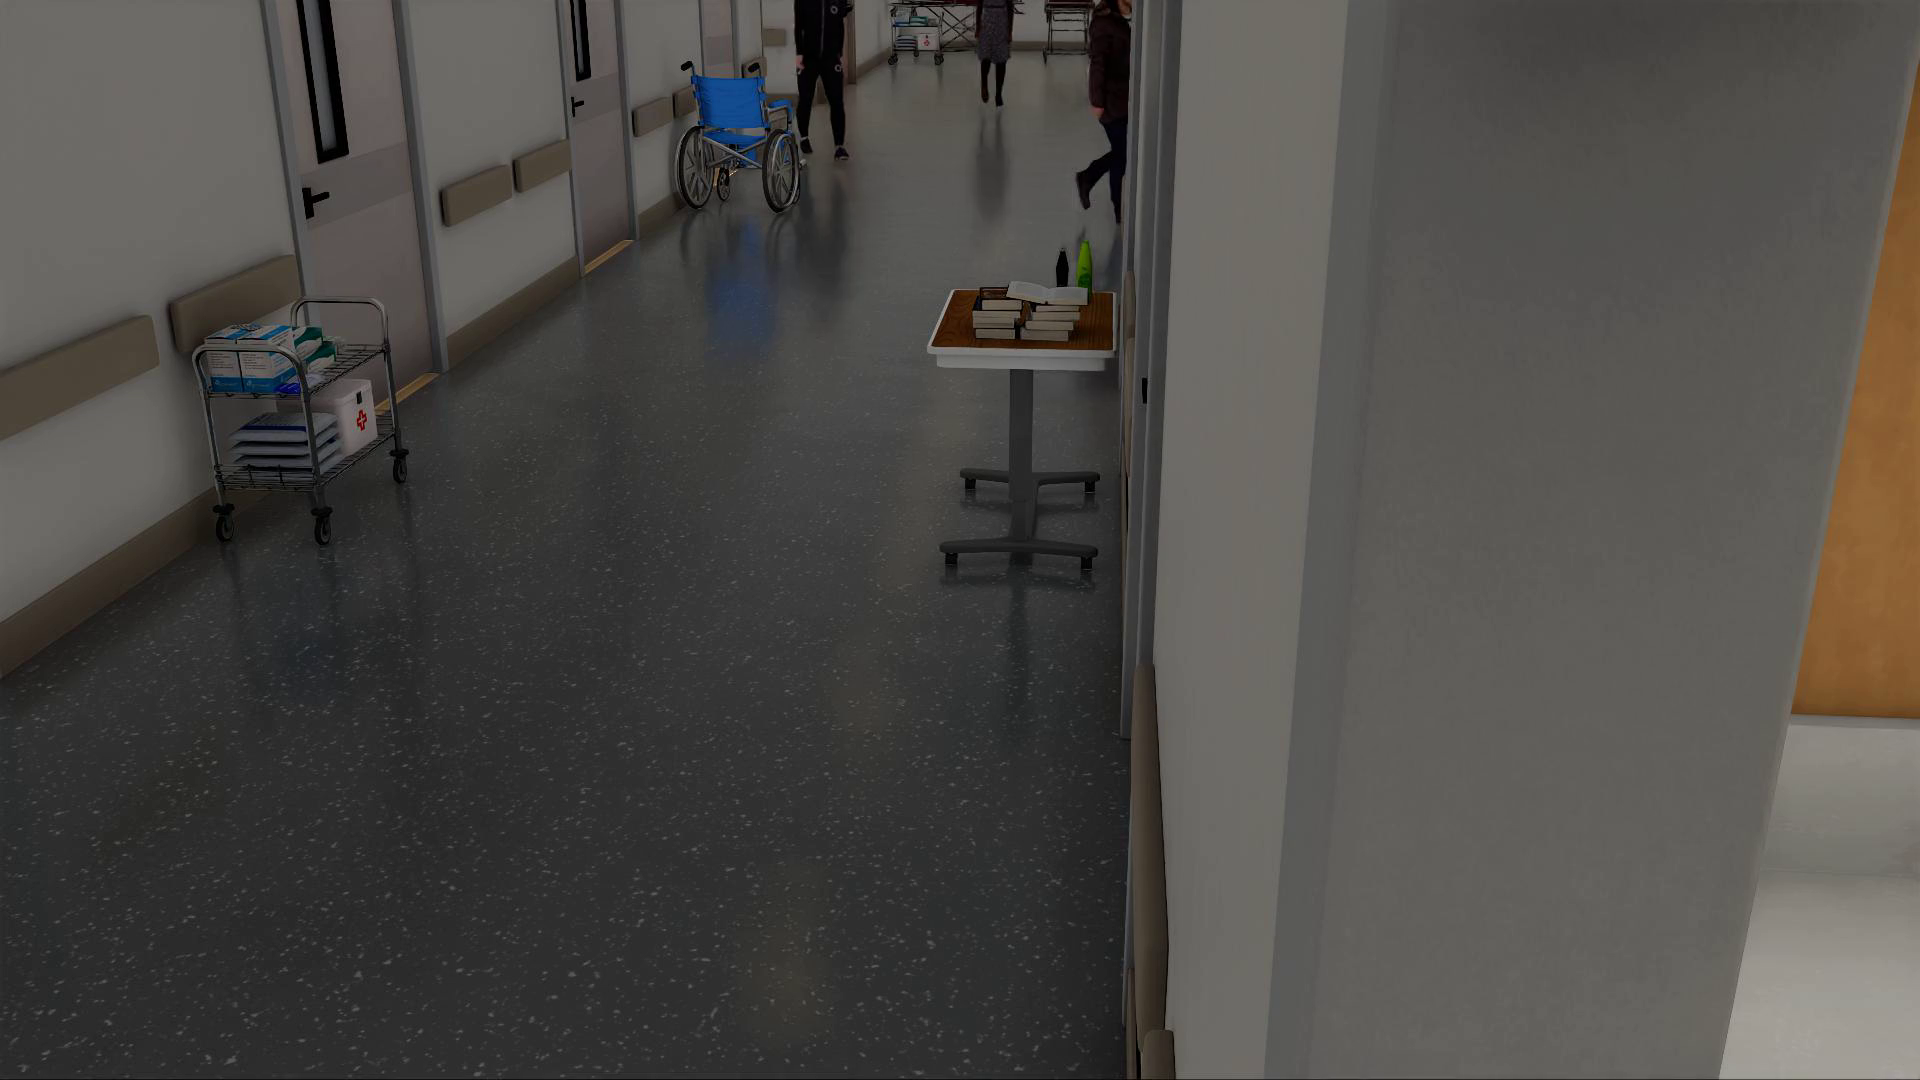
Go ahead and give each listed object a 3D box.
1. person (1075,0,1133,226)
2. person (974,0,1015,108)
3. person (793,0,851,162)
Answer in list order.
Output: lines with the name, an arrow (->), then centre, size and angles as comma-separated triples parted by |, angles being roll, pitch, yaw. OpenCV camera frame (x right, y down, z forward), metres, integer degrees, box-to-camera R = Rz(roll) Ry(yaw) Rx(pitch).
person -> 1.132, -3.261, 12.322 | 1.128, 1.822, 1.166 | -18, 27, -40
person -> 0.372, -5.899, 19.375 | 0.732, 1.760, 1.114 | 5, 21, 13
person -> -1.357, -4.443, 15.494 | 0.982, 1.786, 1.304 | -7, 22, -17
